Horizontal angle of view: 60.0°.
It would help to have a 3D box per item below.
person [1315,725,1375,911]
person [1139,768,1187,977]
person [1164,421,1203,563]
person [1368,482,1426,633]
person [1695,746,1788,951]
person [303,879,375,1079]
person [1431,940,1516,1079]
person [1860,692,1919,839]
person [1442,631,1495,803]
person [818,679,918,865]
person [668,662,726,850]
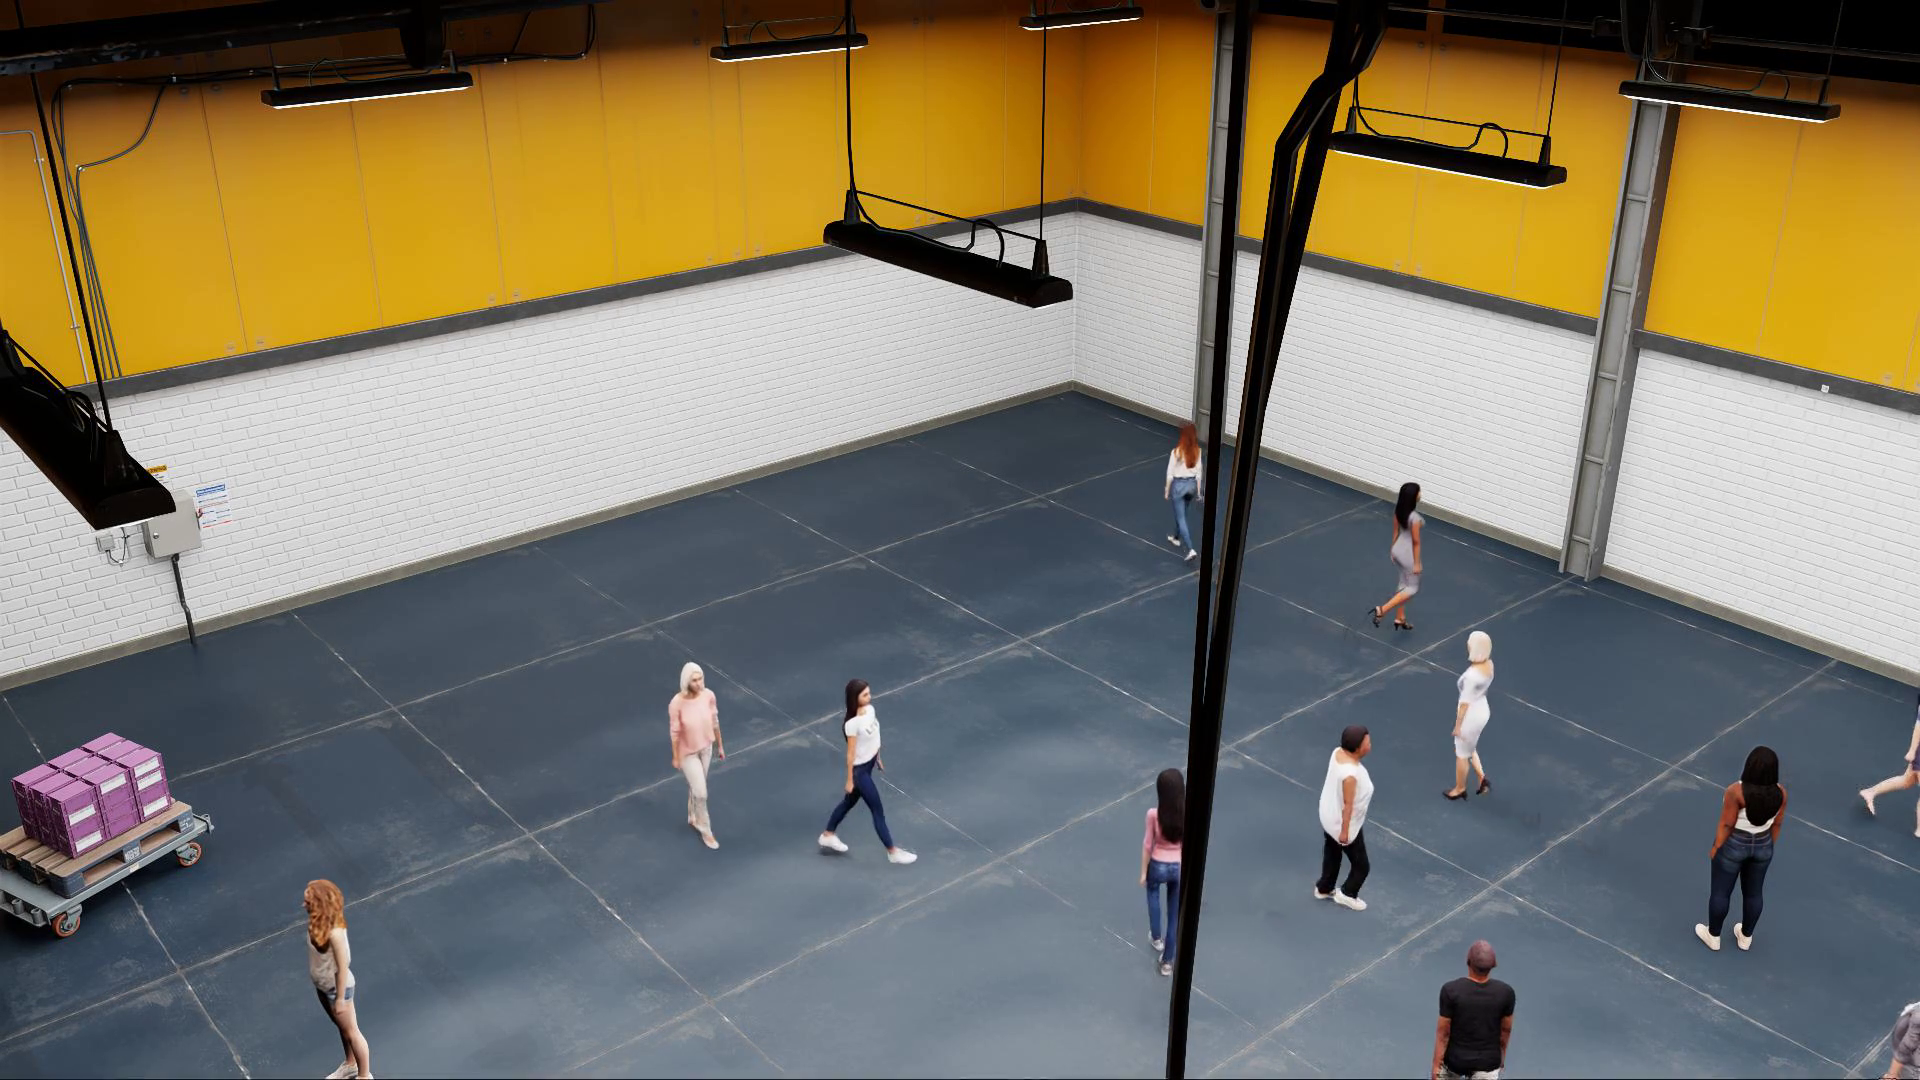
[{"bbox_3d":[3.095,2.271,13.635,0.855,1.672,0.784,-1,24,-1],"label":"person"},{"bbox_3d":[1.611,2.593,12.830,0.829,1.727,0.894,0,24,0],"label":"person"},{"bbox_3d":[2.741,-0.568,20.101,0.865,1.695,1.200,-8,25,-18],"label":"person"},{"bbox_3d":[4.799,0.232,18.182,0.844,1.767,0.860,-7,25,-16],"label":"person"},{"bbox_3d":[6.186,2.430,13.101,0.746,1.810,0.800,1,24,2],"label":"person"},{"bbox_3d":[-4.344,3.109,11.610,0.615,1.759,0.446,-18,30,-36],"label":"person"},{"bbox_3d":[3.331,3.469,10.804,1.254,1.745,1.280,3,24,7],"label":"person"},{"bbox_3d":[8.420,1.846,14.672,0.630,1.621,0.995,-21,31,-40],"label":"person"},{"bbox_3d":[4.688,1.635,15.004,0.698,1.742,0.614,21,31,39],"label":"person"},{"bbox_3d":[-0.928,1.981,14.227,1.203,1.730,1.034,6,24,14],"label":"person"},{"bbox_3d":[-2.371,1.816,14.629,0.622,1.710,0.813,-20,31,-38],"label":"person"}]
